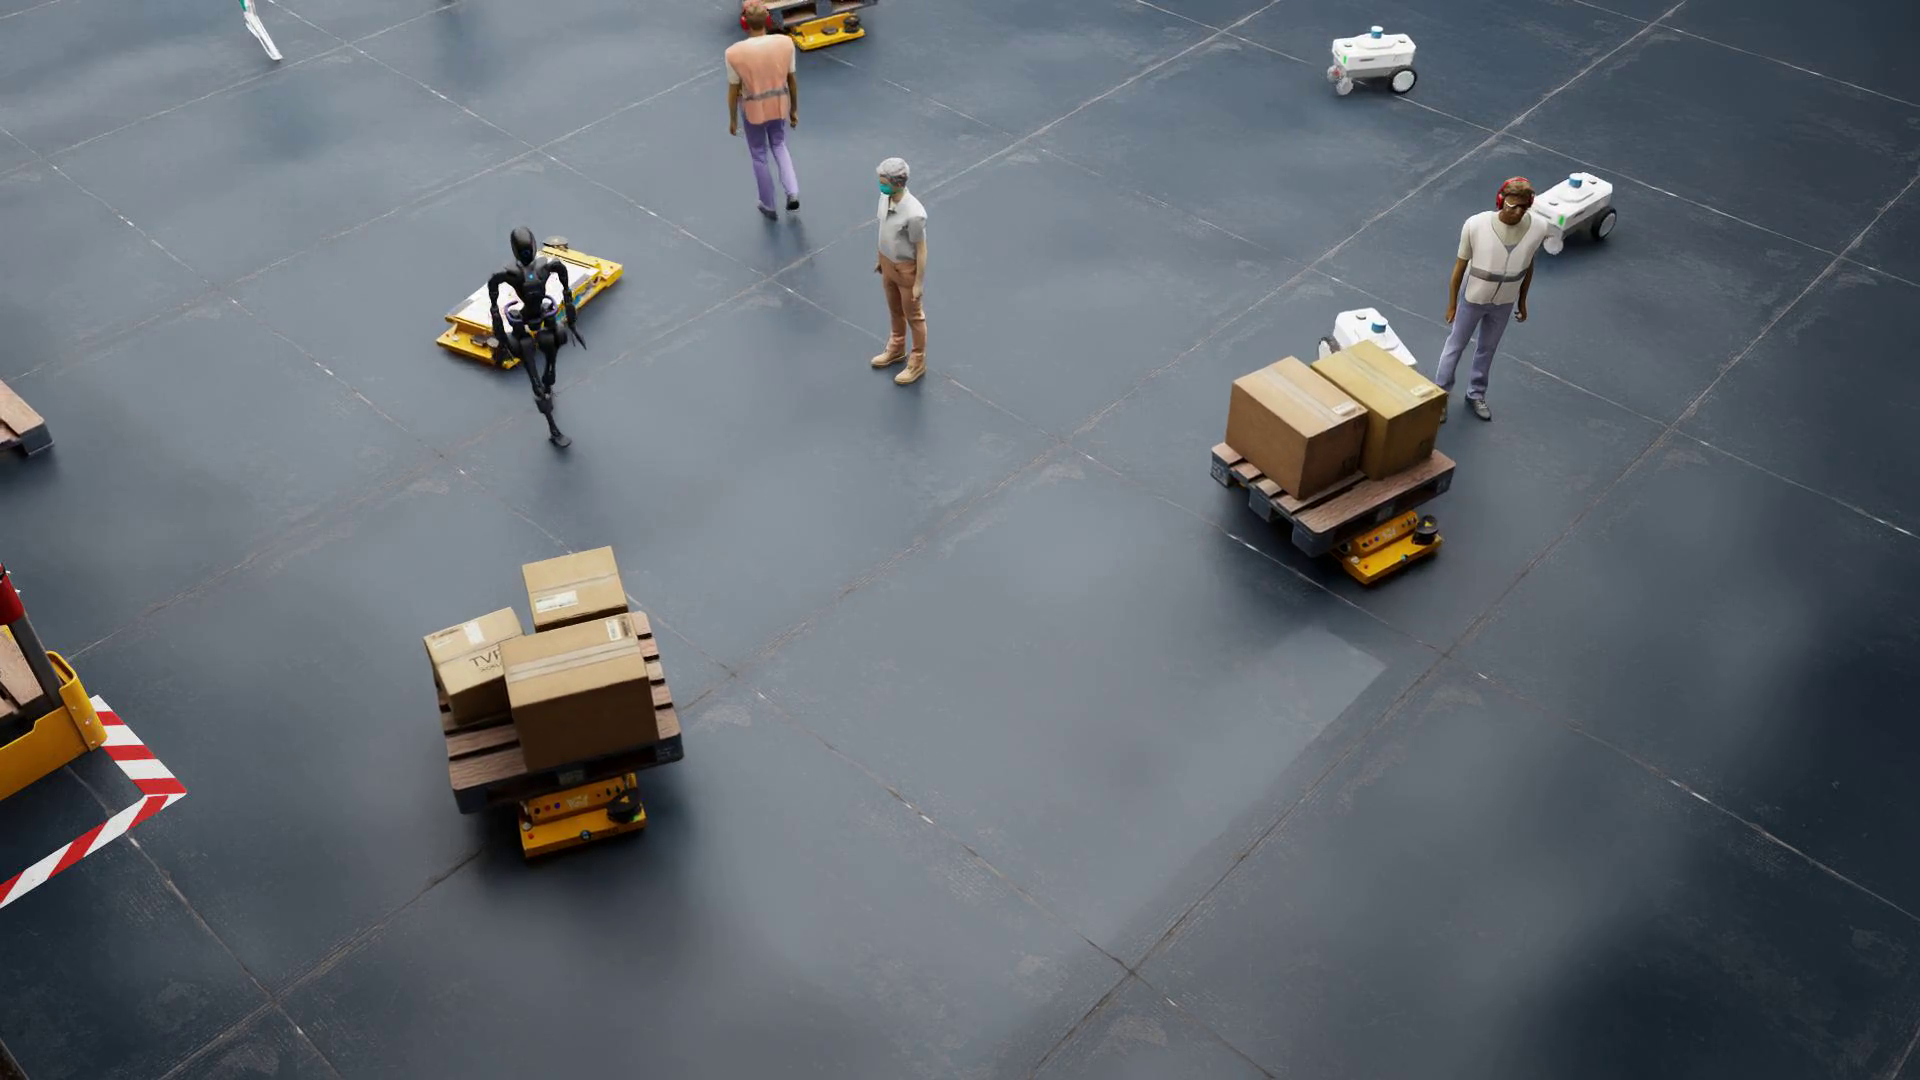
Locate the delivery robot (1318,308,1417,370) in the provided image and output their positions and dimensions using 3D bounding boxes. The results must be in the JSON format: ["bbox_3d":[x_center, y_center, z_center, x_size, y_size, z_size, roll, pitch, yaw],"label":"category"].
[{"bbox_3d":[2.919,-1.317,11.758,0.499,0.570,0.750,-10,43,-11],"label":"delivery robot"}]

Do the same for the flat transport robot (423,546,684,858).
[{"bbox_3d":[-2.217,1.104,9.299,0.659,0.231,1.431,-13,44,-14],"label":"flat transport robot"}]

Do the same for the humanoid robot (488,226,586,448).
[{"bbox_3d":[-2.826,-1.402,11.074,0.599,1.624,0.795,-18,45,-19],"label":"humanoid robot"}]

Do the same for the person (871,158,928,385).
[{"bbox_3d":[-0.409,-1.869,11.505,0.327,1.737,0.482,-26,48,-26],"label":"person"}]

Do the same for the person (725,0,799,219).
[{"bbox_3d":[-1.546,-3.364,13.102,0.563,1.830,0.442,-20,46,-21],"label":"person"}]

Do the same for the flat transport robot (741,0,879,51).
[{"bbox_3d":[-1.556,-5.217,16.325,0.659,0.231,1.431,-21,46,-22],"label":"flat transport robot"}]

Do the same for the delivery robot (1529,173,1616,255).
[{"bbox_3d":[4.843,-2.641,13.238,0.740,0.581,0.513,-29,50,-29],"label":"delivery robot"}]

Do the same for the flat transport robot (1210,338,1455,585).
[{"bbox_3d":[2.393,-0.289,10.848,0.659,0.231,1.431,-24,47,-24],"label":"flat transport robot"}]

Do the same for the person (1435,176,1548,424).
[{"bbox_3d":[3.533,-1.617,11.143,0.562,1.847,0.389,-4,42,-4],"label":"person"}]

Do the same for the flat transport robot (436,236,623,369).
[{"bbox_3d":[-3.230,-1.805,12.533,0.659,0.231,1.431,19,45,20],"label":"flat transport robot"}]

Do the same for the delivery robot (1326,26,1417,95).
[{"bbox_3d":[3.778,-4.390,15.196,0.802,0.600,0.499,-7,42,-7],"label":"delivery robot"}]

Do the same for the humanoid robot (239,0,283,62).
[{"bbox_3d":[-6.730,-5.341,15.399,0.549,1.764,1.039,-27,48,-27],"label":"humanoid robot"}]
